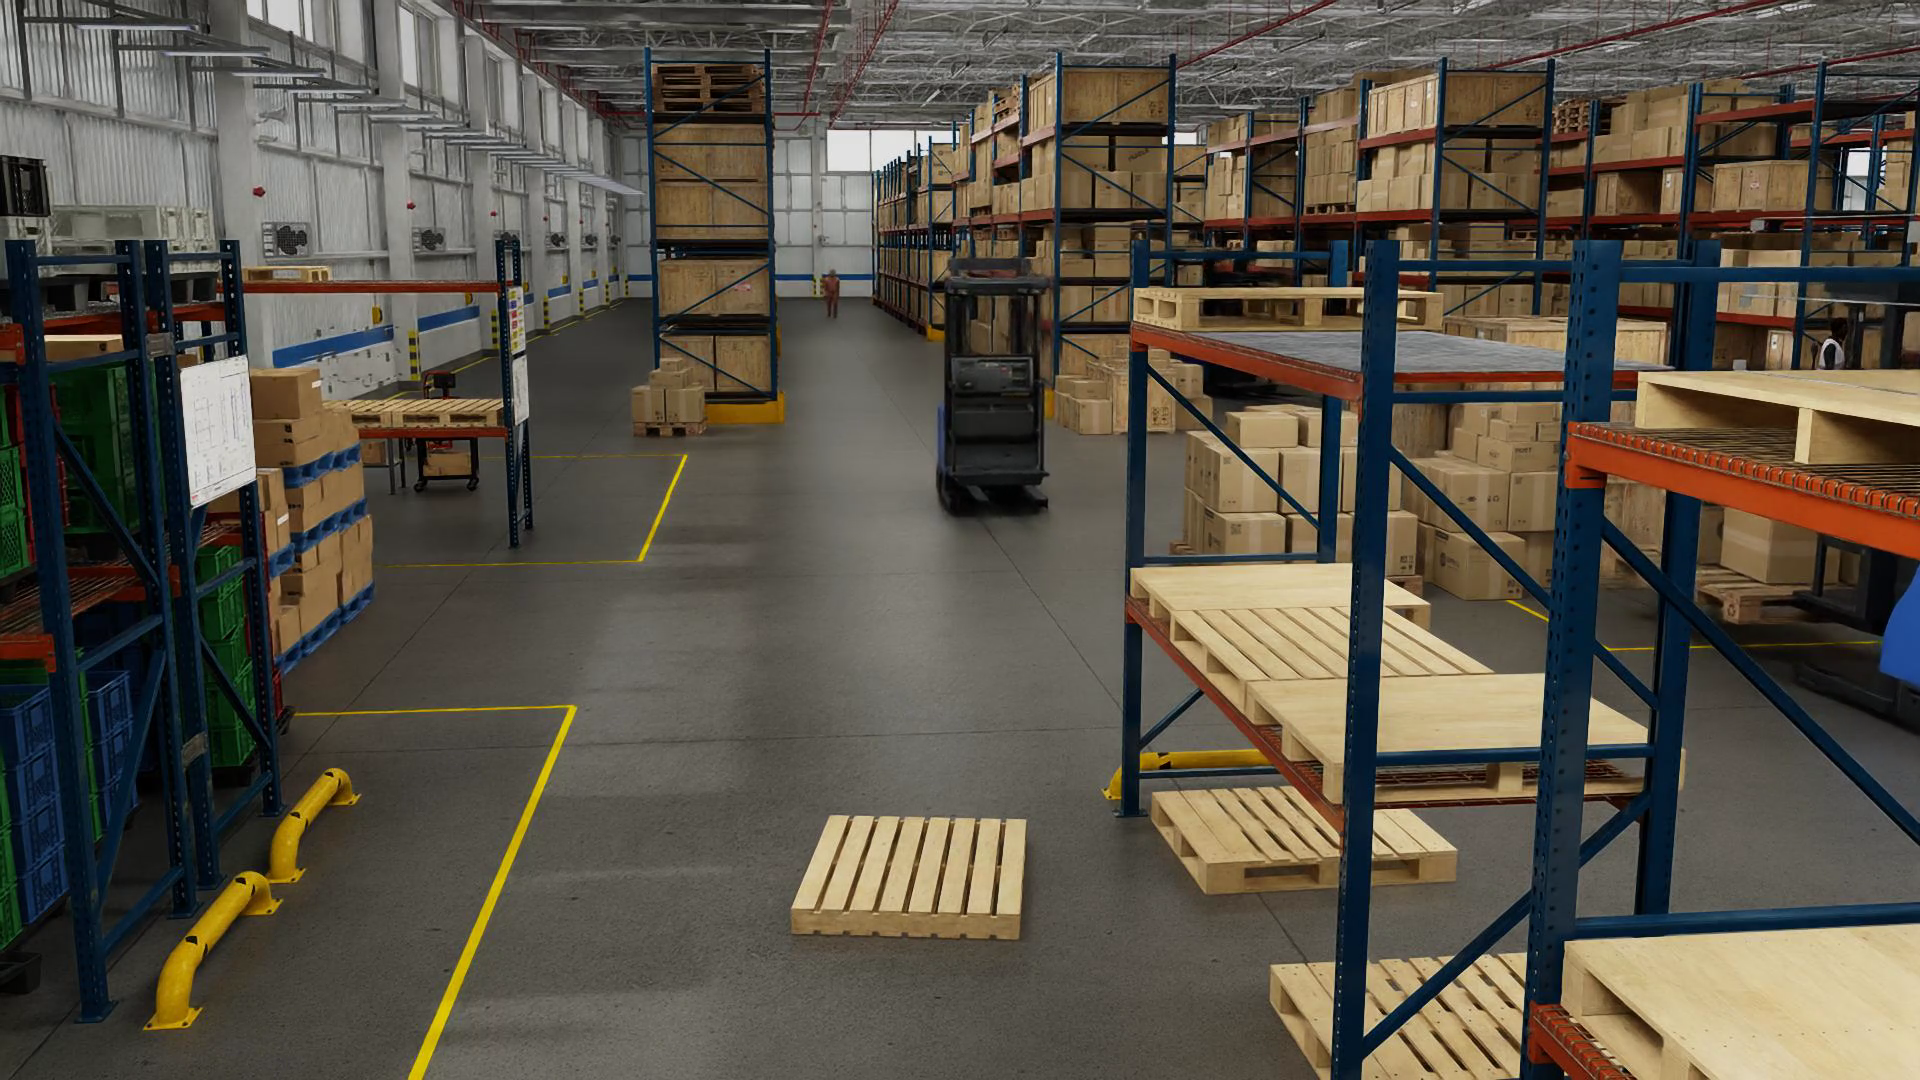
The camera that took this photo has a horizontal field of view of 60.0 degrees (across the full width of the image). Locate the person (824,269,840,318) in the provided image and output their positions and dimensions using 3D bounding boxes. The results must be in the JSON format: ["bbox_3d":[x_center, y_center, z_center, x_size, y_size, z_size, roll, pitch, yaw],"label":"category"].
[{"bbox_3d":[-5.023,-9.699,65.428,0.654,1.887,0.588,-2,10,-10],"label":"person"}]

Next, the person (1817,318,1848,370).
[{"bbox_3d":[12.711,-2.292,24.333,0.385,1.910,0.592,6,12,31],"label":"person"}]

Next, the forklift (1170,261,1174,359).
[{"bbox_3d":[4.700,-5.752,40.803,1.129,2.768,1.873,-1,10,-6],"label":"forklift"}]

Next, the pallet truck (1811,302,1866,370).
[{"bbox_3d":[15.846,-3.142,28.793,1.885,1.965,0.823,2,10,12],"label":"pallet truck"}]

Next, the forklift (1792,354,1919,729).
[{"bbox_3d":[6.352,-0.243,10.279,1.129,2.768,1.873,-1,10,-6],"label":"forklift"}]

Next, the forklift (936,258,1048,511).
[{"bbox_3d":[0.327,-1.856,19.219,1.129,2.768,1.873,-1,10,-6],"label":"forklift"}]

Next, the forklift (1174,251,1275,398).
[{"bbox_3d":[5.131,-4.244,32.448,1.129,2.768,1.873,-6,12,-31],"label":"forklift"}]
